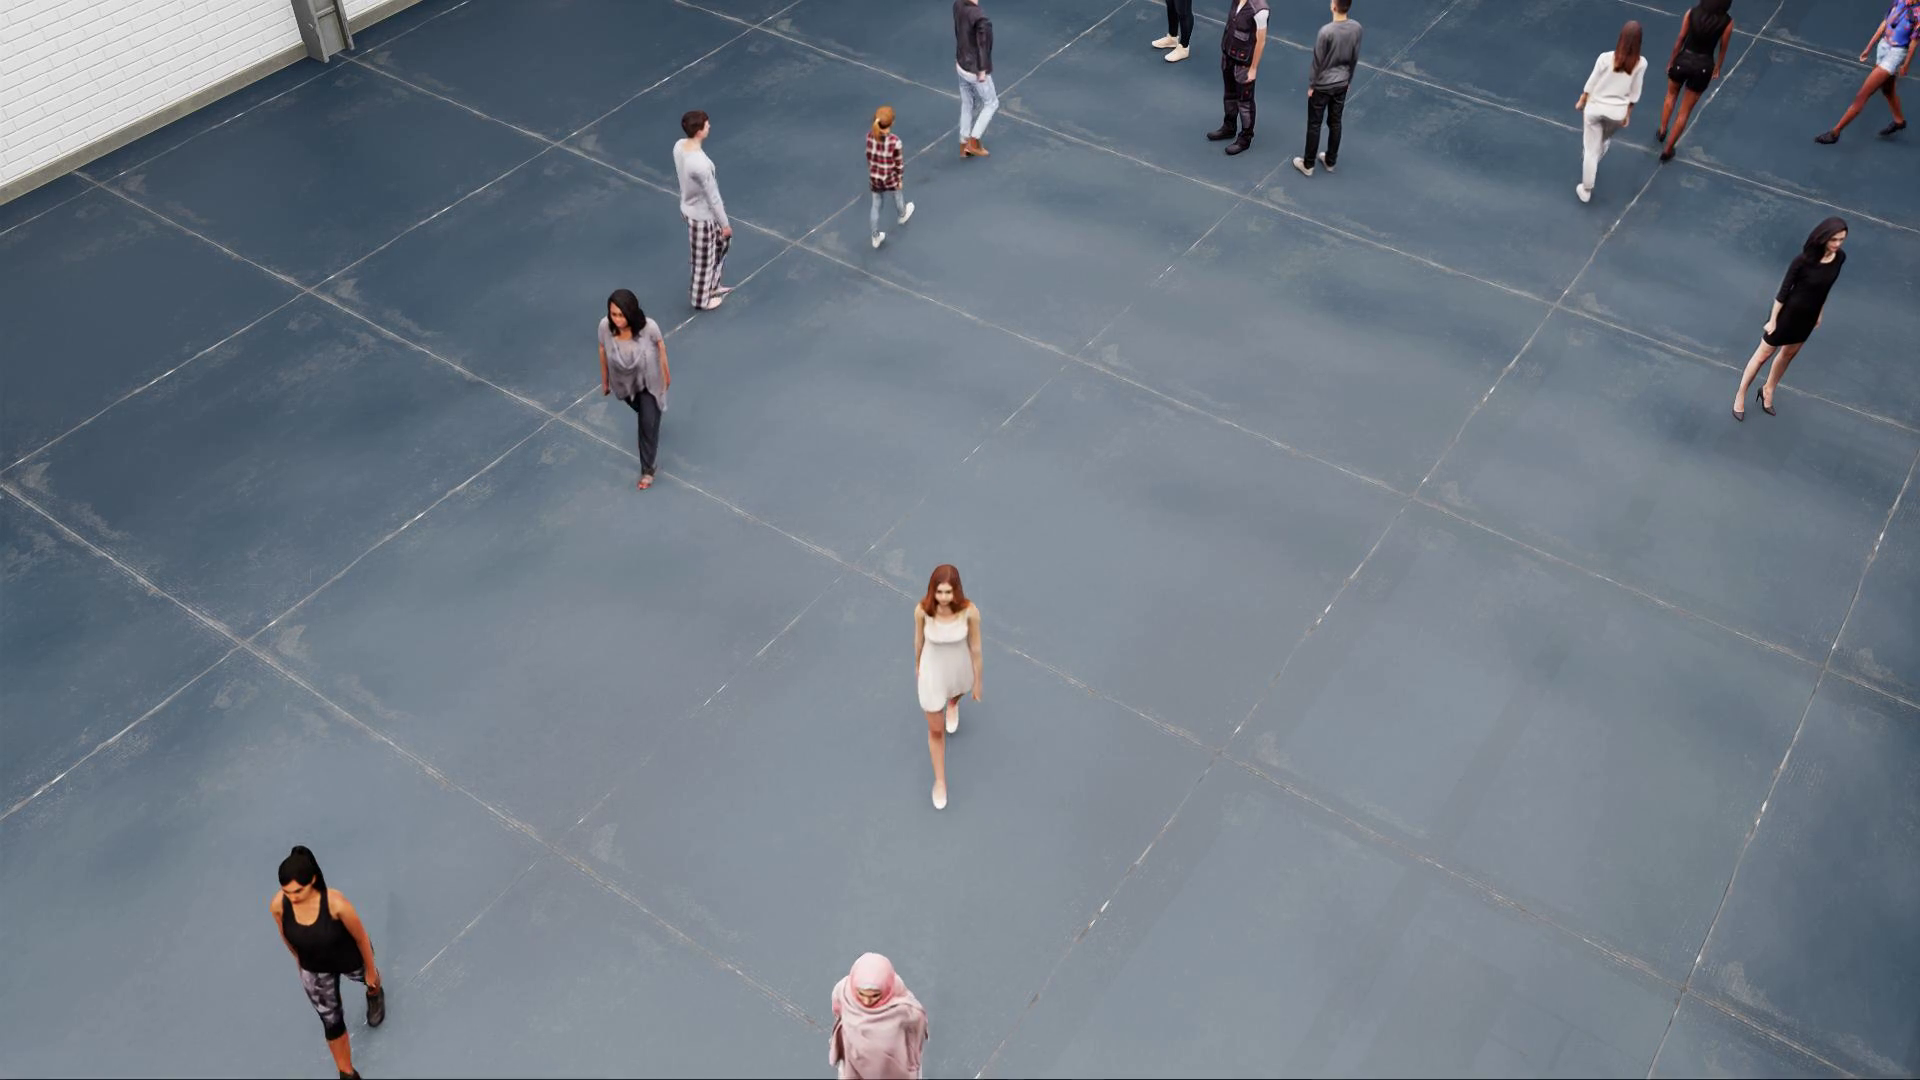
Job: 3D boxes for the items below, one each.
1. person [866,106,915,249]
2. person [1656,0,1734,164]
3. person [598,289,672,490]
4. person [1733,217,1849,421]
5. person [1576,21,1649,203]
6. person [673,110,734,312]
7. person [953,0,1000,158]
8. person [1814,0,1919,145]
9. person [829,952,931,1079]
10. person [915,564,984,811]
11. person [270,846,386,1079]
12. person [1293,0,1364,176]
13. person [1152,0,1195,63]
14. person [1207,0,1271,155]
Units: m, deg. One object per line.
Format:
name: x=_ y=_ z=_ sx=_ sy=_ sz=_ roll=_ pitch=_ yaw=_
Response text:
person: x=-0.687 y=-3.155 z=14.547 sx=0.652 sy=1.274 sz=0.911 roll=16 pitch=46 yaw=16
person: x=6.761 y=-4.306 z=15.432 sx=0.615 sy=1.719 sz=0.779 roll=24 pitch=49 yaw=23
person: x=-2.366 y=-1.246 z=12.331 sx=0.914 sy=1.566 sz=1.151 roll=8 pitch=44 yaw=8
person: x=6.326 y=-1.675 z=12.611 sx=0.657 sy=1.802 sz=0.723 roll=-8 pitch=44 yaw=-8
person: x=5.830 y=-3.824 z=14.968 sx=0.916 sy=1.662 sz=1.056 roll=2 pitch=44 yaw=2
person: x=-2.197 y=-2.641 z=13.600 sx=0.833 sy=1.836 sz=0.792 roll=-22 pitch=48 yaw=-22
person: x=0.060 y=-4.350 z=15.399 sx=0.704 sy=1.829 sz=0.739 roll=-26 pitch=49 yaw=-24
person: x=8.836 y=-4.510 z=15.664 sx=1.183 sy=1.695 sz=1.140 roll=-6 pitch=44 yaw=-6
person: x=-0.384 y=2.534 z=8.202 sx=0.758 sy=1.789 sz=0.795 roll=7 pitch=44 yaw=7
person: x=-0.065 y=0.726 z=10.192 sx=0.994 sy=1.662 sz=1.200 roll=2 pitch=44 yaw=2
person: x=-3.269 y=2.117 z=8.756 sx=1.004 sy=1.628 sz=1.099 roll=-4 pitch=44 yaw=-5
person: x=3.403 y=-4.198 z=15.288 sx=0.662 sy=1.762 sz=0.756 roll=-13 pitch=45 yaw=-14
person: x=2.256 y=-5.800 z=16.936 sx=0.783 sy=1.809 sz=0.752 roll=-14 pitch=45 yaw=-15
person: x=2.648 y=-4.524 z=15.568 sx=0.754 sy=1.848 sz=0.752 roll=-19 pitch=47 yaw=-18
